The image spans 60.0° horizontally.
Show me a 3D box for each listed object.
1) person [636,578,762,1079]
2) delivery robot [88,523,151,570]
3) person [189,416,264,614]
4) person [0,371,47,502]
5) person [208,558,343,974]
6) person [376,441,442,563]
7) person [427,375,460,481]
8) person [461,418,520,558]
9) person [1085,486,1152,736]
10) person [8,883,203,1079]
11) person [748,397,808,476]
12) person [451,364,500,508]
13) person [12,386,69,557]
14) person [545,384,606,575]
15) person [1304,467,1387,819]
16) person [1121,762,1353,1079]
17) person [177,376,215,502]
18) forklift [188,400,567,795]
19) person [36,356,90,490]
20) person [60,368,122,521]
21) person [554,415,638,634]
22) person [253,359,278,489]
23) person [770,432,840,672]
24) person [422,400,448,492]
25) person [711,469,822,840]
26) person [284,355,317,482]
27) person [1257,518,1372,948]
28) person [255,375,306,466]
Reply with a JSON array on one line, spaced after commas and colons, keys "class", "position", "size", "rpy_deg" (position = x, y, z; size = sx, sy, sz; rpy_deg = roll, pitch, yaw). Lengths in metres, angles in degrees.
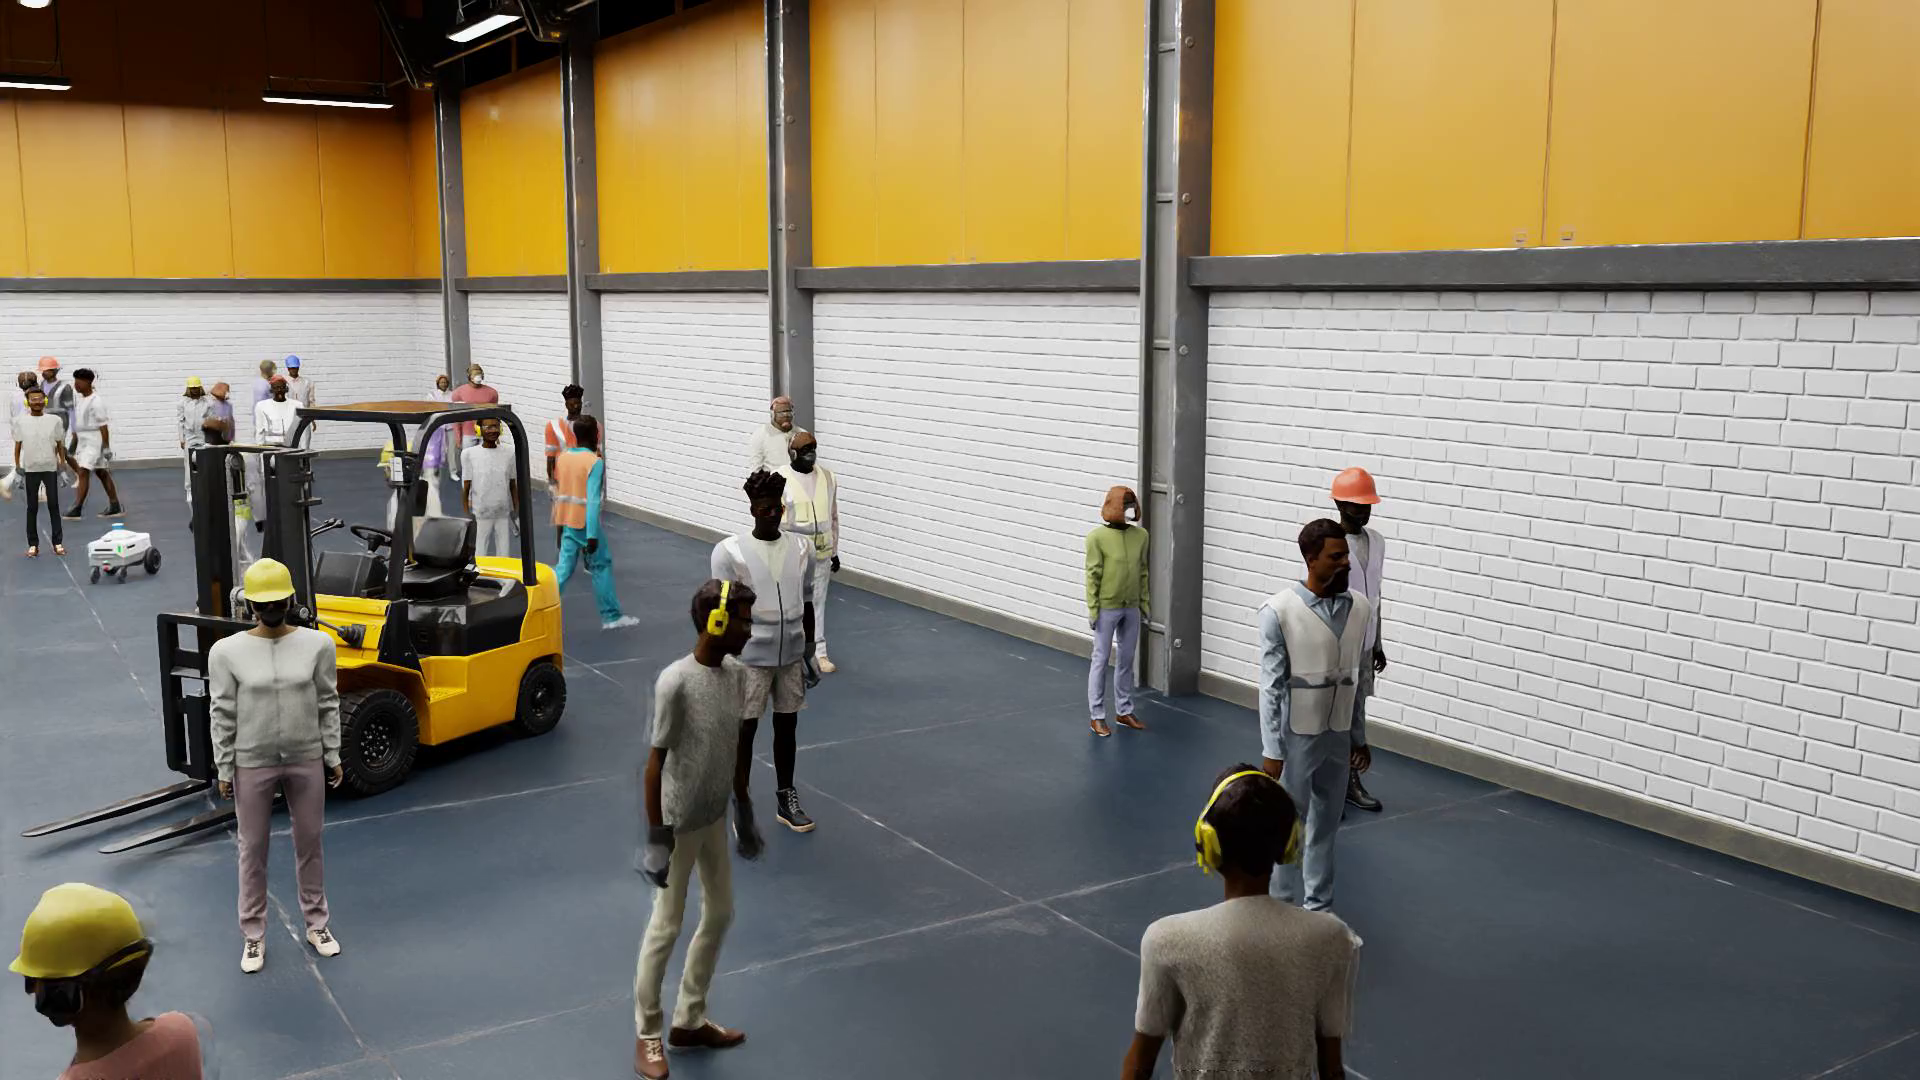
[{"class": "person", "position": [-0.999, 1.059, 6.177], "size": [0.443, 1.836, 0.581], "rpy_deg": [4, 9, 26]}, {"class": "delivery robot", "position": [-8.466, 0.076, 16.757], "size": [0.477, 0.478, 0.707], "rpy_deg": [0, 8, -2]}, {"class": "person", "position": [-6.631, -0.233, 15.058], "size": [0.609, 1.790, 0.988], "rpy_deg": [3, 9, 17]}, {"class": "person", "position": [-12.855, -1.407, 22.821], "size": [0.627, 1.821, 0.639], "rpy_deg": [-2, 9, -15]}, {"class": "person", "position": [-2.913, 0.950, 7.125], "size": [0.527, 1.768, 0.313], "rpy_deg": [-5, 10, -32]}, {"class": "person", "position": [-4.017, 0.170, 12.242], "size": [0.471, 1.806, 0.647], "rpy_deg": [1, 9, 8]}, {"class": "person", "position": [-7.906, -1.715, 25.505], "size": [0.517, 1.641, 0.308], "rpy_deg": [-5, 10, -32]}, {"class": "person", "position": [-4.069, -0.195, 14.476], "size": [0.520, 1.876, 0.326], "rpy_deg": [-5, 10, -32]}, {"class": "person", "position": [1.038, 0.454, 10.899], "size": [0.502, 1.636, 0.280], "rpy_deg": [-5, 10, -32]}, {"class": "person", "position": [-1.765, 1.530, 3.393], "size": [0.932, 1.710, 0.533], "rpy_deg": [2, 9, 12]}, {"class": "person", "position": [-1.673, -0.404, 15.775], "size": [0.644, 1.908, 0.408], "rpy_deg": [-5, 10, -32]}, {"class": "person", "position": [-6.491, -1.396, 22.357], "size": [0.631, 1.940, 0.370], "rpy_deg": [-5, 10, -32]}, {"class": "person", "position": [-10.069, -0.751, 18.224], "size": [0.520, 1.876, 0.326], "rpy_deg": [-5, 10, -32]}, {"class": "person", "position": [-3.905, -0.602, 16.914], "size": [0.608, 1.965, 0.365], "rpy_deg": [-5, 10, -32]}, {"class": "person", "position": [2.142, 0.561, 9.166], "size": [0.547, 1.938, 0.359], "rpy_deg": [-5, 10, -32]}, {"class": "person", "position": [0.618, 1.420, 3.800], "size": [0.538, 1.825, 0.973], "rpy_deg": [-2, 9, -16]}, {"class": "person", "position": [-10.549, -1.397, 23.020], "size": [0.488, 1.744, 0.295], "rpy_deg": [-5, 10, -32]}, {"class": "forklift", "position": [-3.529, 0.258, 10.348], "size": [1.214, 2.155, 2.313], "rpy_deg": [4, 9, 25]}, {"class": "person", "position": [-13.074, -1.678, 24.122], "size": [0.610, 1.993, 1.041], "rpy_deg": [3, 9, 22]}, {"class": "person", "position": [-11.158, -1.209, 21.126], "size": [0.925, 1.927, 0.613], "rpy_deg": [-7, 11, -40]}, {"class": "person", "position": [-3.221, -0.125, 14.051], "size": [0.608, 1.872, 1.003], "rpy_deg": [7, 11, 40]}, {"class": "person", "position": [-10.049, -1.676, 24.307], "size": [0.467, 1.916, 0.658], "rpy_deg": [-2, 9, -14]}, {"class": "person", "position": [-1.179, 0.105, 12.557], "size": [0.626, 1.846, 0.429], "rpy_deg": [-5, 10, -32]}, {"class": "person", "position": [-6.238, -0.847, 19.765], "size": [0.329, 1.609, 0.652], "rpy_deg": [-5, 10, -31]}, {"class": "person", "position": [-1.017, 0.600, 8.811], "size": [0.608, 1.965, 0.365], "rpy_deg": [-5, 10, -32]}, {"class": "person", "position": [-10.088, -1.831, 25.258], "size": [0.607, 1.948, 0.389], "rpy_deg": [-5, 10, -32]}, {"class": "person", "position": [1.539, 0.855, 7.250], "size": [0.591, 1.919, 0.390], "rpy_deg": [-5, 10, -32]}, {"class": "person", "position": [-8.303, -1.074, 20.376], "size": [0.577, 1.883, 0.353], "rpy_deg": [-5, 10, -32]}]
